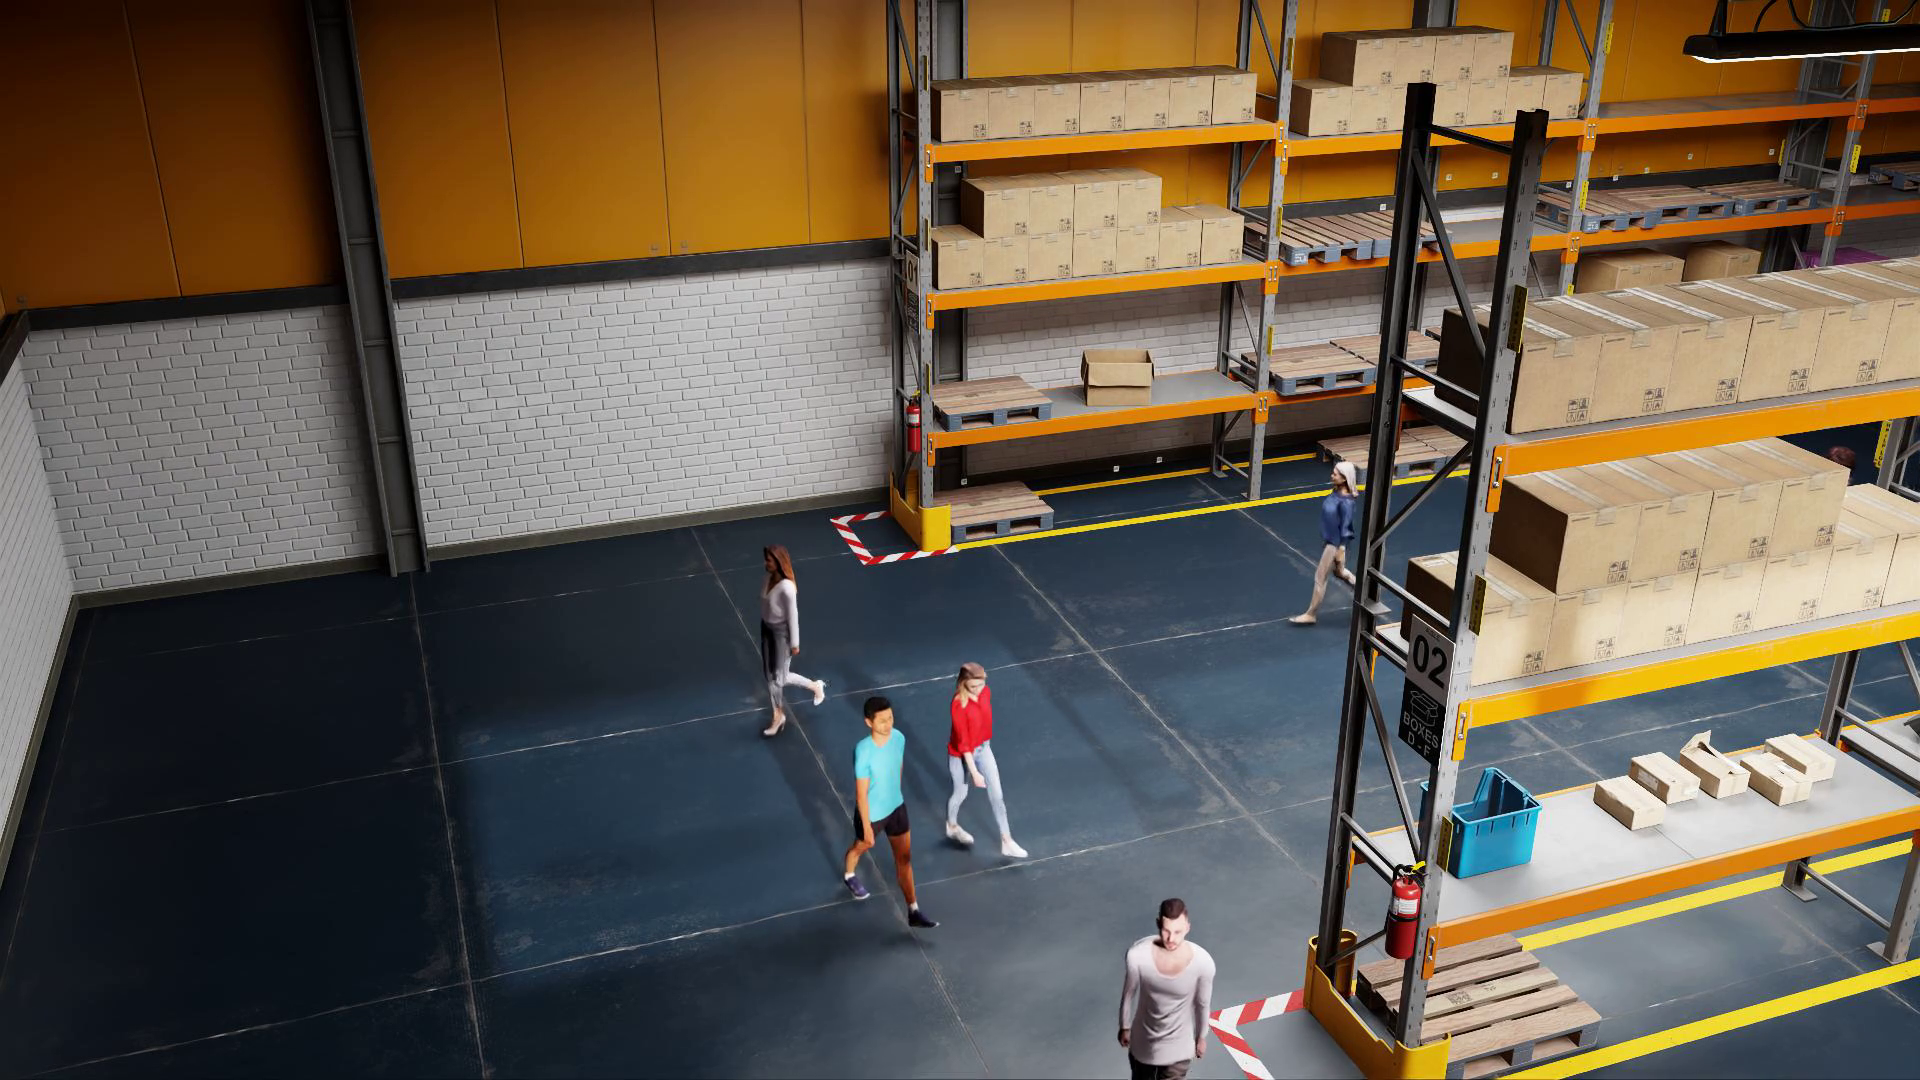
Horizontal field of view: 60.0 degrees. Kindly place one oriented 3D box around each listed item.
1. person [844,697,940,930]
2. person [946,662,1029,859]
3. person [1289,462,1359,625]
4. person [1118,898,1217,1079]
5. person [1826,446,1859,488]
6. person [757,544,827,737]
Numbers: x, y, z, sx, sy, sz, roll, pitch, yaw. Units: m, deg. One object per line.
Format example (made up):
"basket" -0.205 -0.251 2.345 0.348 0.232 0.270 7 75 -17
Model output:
"person" -0.635 1.887 11.729 1.199 1.718 1.030 -21 31 -39
"person" 0.008 1.618 12.425 0.998 1.653 1.037 17 29 33
"person" 3.703 0.050 15.995 1.181 1.666 0.890 1 24 3
"person" 1.161 2.792 9.532 1.136 1.818 1.147 8 25 17
"person" 8.512 -0.097 16.292 0.509 1.698 0.694 -11 26 -24
"person" -1.466 0.833 14.101 0.943 1.747 0.753 -18 30 -36
